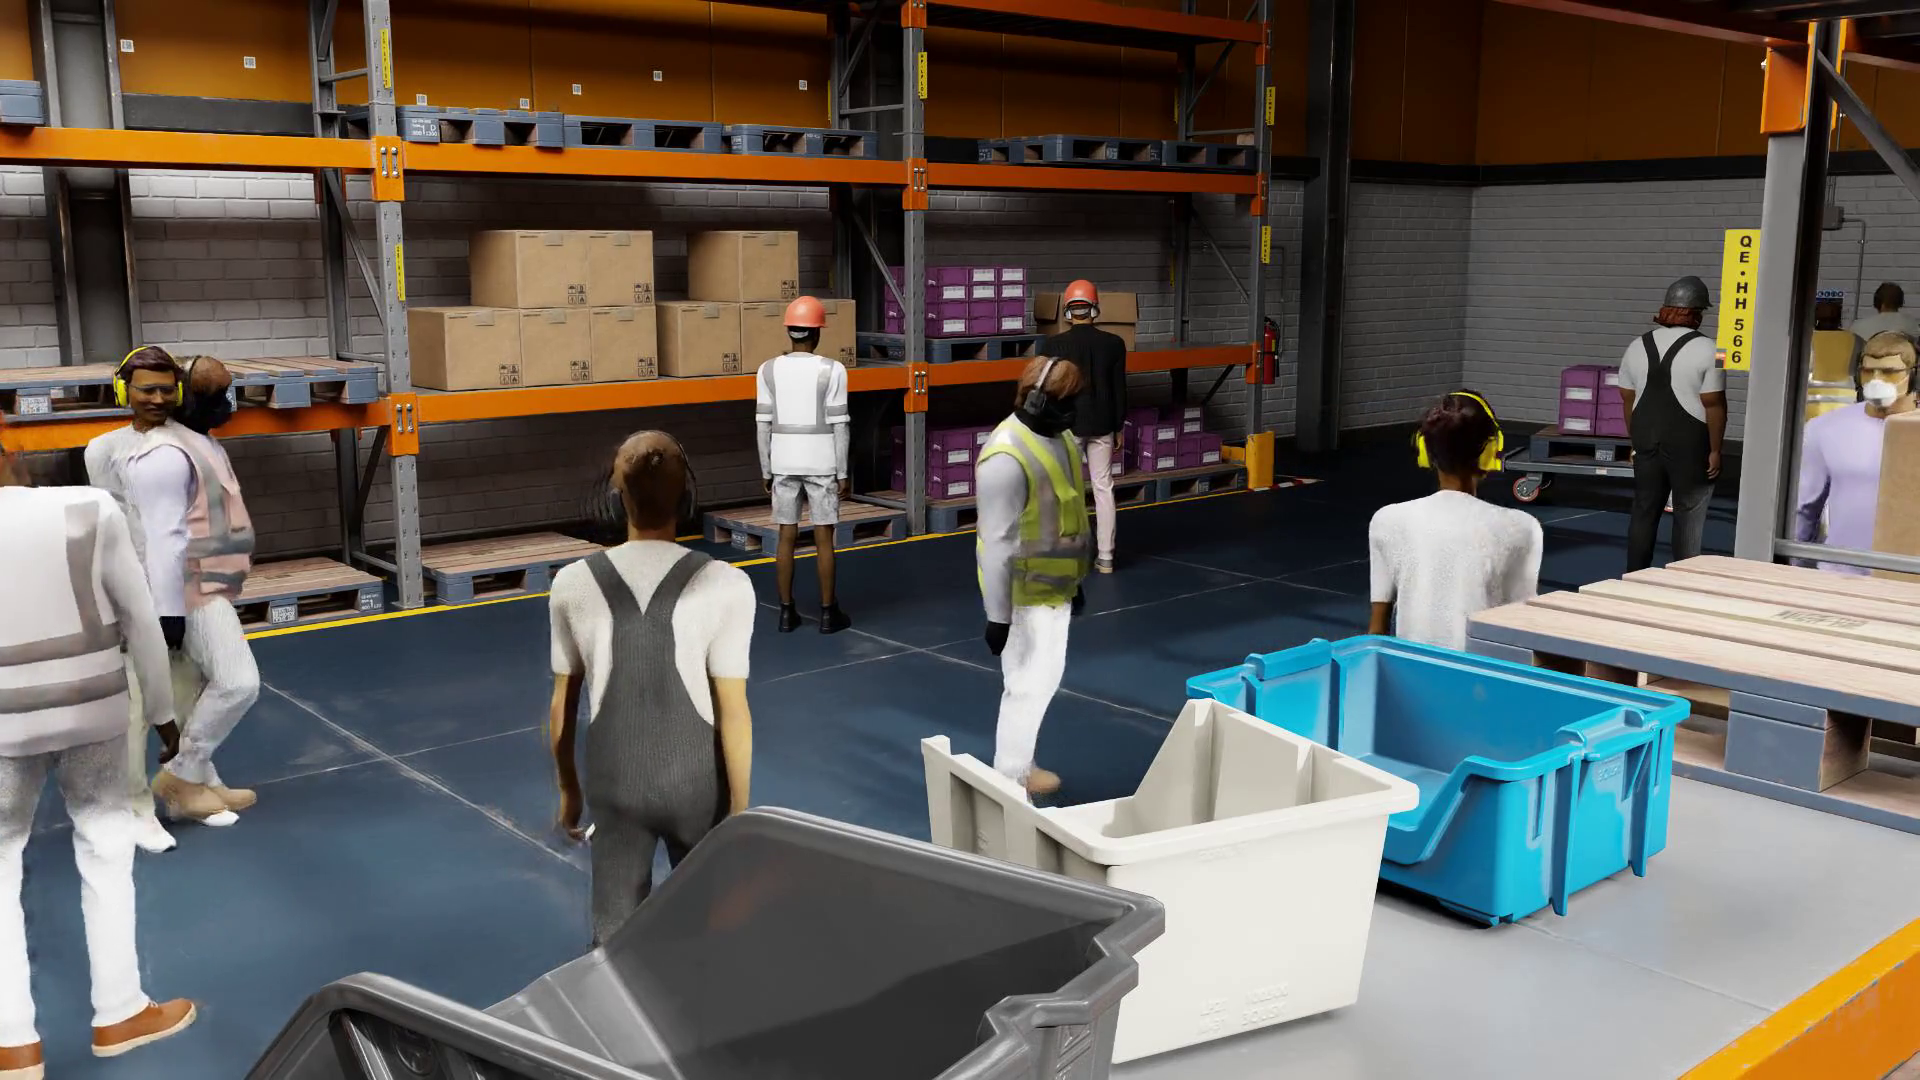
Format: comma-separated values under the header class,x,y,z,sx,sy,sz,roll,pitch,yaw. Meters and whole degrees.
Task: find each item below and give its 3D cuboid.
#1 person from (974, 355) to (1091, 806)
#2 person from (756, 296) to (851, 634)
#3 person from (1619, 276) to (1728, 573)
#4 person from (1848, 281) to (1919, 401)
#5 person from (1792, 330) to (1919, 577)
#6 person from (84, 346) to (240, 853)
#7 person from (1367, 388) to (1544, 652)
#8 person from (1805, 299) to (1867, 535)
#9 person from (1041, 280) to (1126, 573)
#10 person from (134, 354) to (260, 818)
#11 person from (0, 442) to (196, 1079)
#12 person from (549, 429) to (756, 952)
class,x,y,z,sx,sy,sz,roll,pitch,yaw
person,0.246,0.199,6.402,0.520,1.823,0.751,4,11,24
person,-0.888,-0.425,9.559,0.547,1.938,0.379,2,10,12
person,4.458,-0.611,10.310,0.538,2.000,0.682,-7,12,-34
person,7.956,-1.260,14.324,0.634,1.917,0.792,2,10,12
person,3.354,0.186,6.183,0.674,1.913,0.646,-9,13,-41
person,-2.970,0.209,6.211,0.323,1.865,0.518,5,11,25
person,1.353,0.505,4.656,0.538,1.838,0.865,9,13,40
person,6.721,-0.965,12.986,0.631,1.803,0.729,3,10,14
person,0.822,-0.752,11.240,0.613,1.991,0.391,-2,10,-13
person,-2.911,0.201,6.381,0.441,1.821,0.724,-3,10,-15
person,-2.455,0.532,4.473,0.667,1.852,0.346,-5,11,-26
person,-0.758,0.640,4.019,0.532,1.802,0.960,0,10,0
